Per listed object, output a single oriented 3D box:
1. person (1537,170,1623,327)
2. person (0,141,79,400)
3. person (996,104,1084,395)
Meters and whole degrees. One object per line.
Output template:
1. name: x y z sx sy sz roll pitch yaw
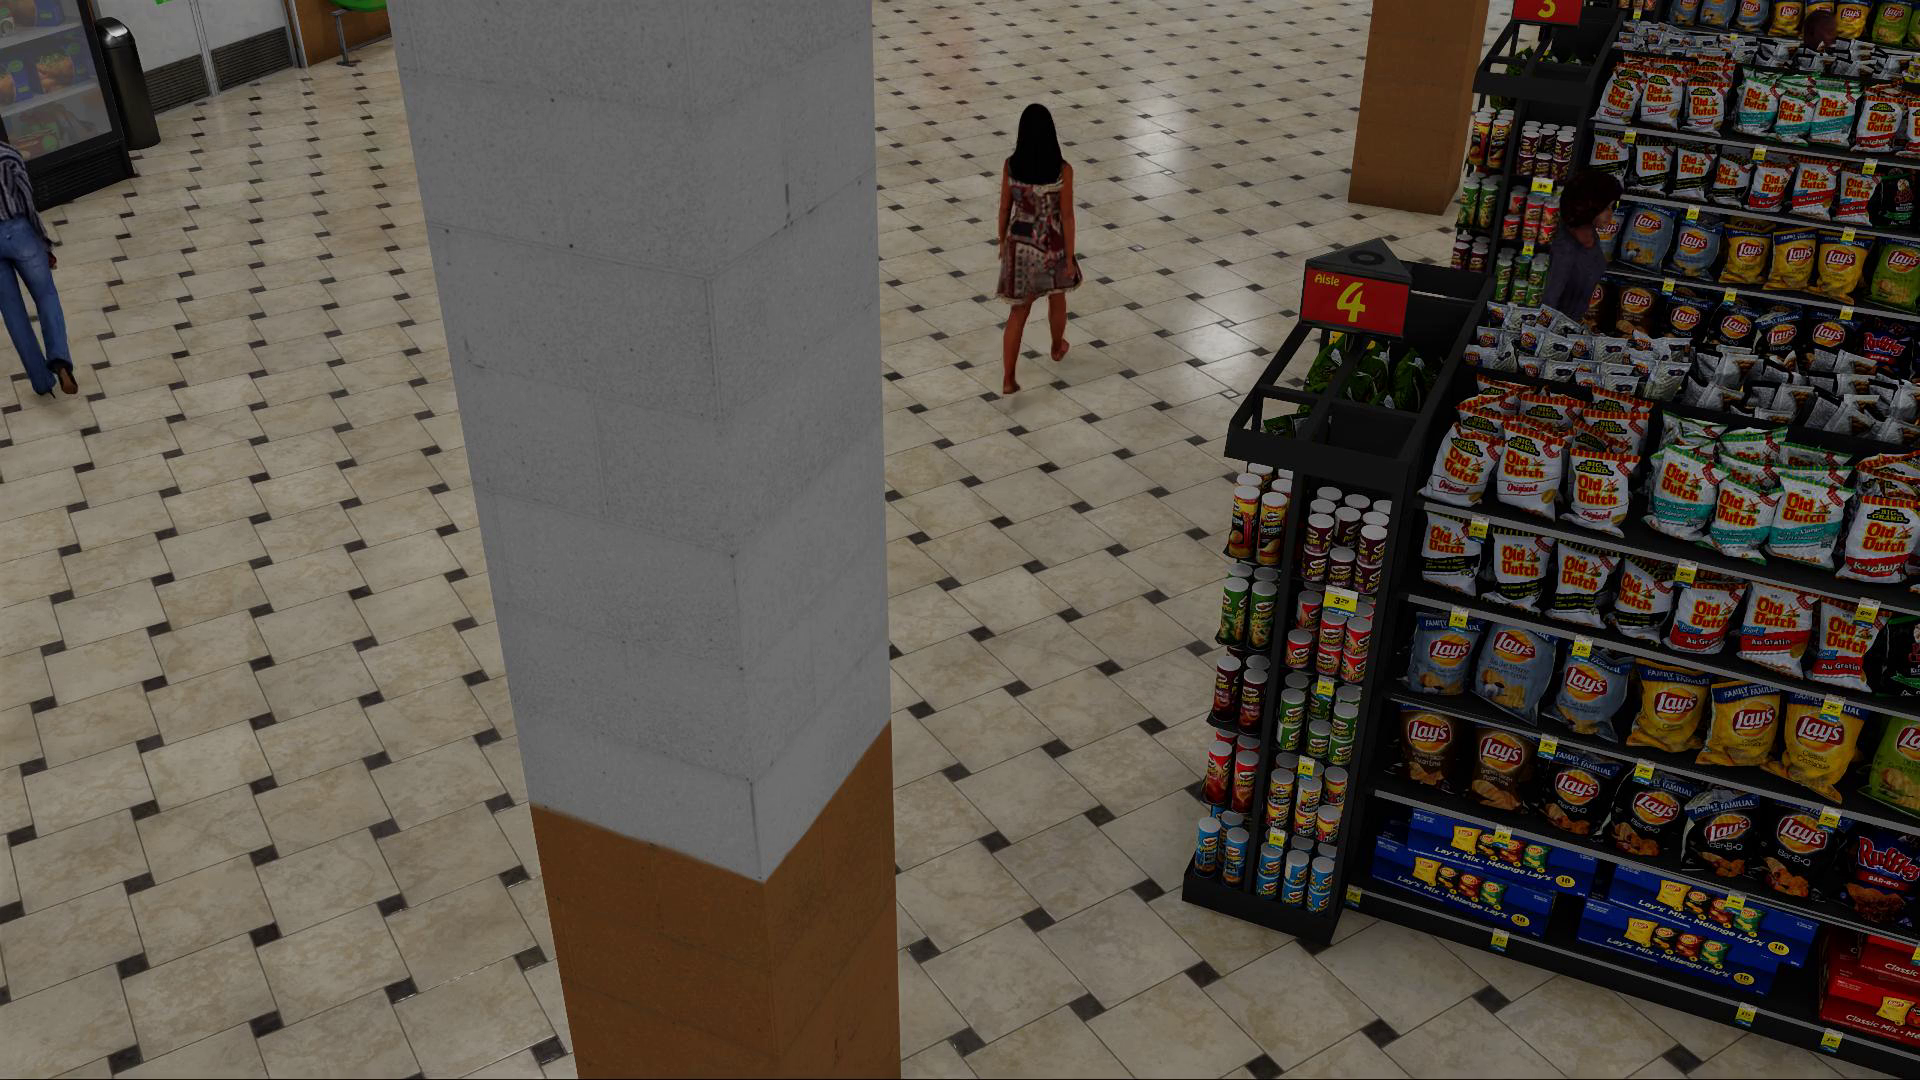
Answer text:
1. person: 2.910 -1.049 8.377 0.898 1.694 0.713 23 39 33
2. person: -5.168 -1.527 9.066 0.855 1.777 0.947 -20 37 -28
3. person: 0.391 -1.567 9.302 1.104 1.596 0.800 9 33 14
